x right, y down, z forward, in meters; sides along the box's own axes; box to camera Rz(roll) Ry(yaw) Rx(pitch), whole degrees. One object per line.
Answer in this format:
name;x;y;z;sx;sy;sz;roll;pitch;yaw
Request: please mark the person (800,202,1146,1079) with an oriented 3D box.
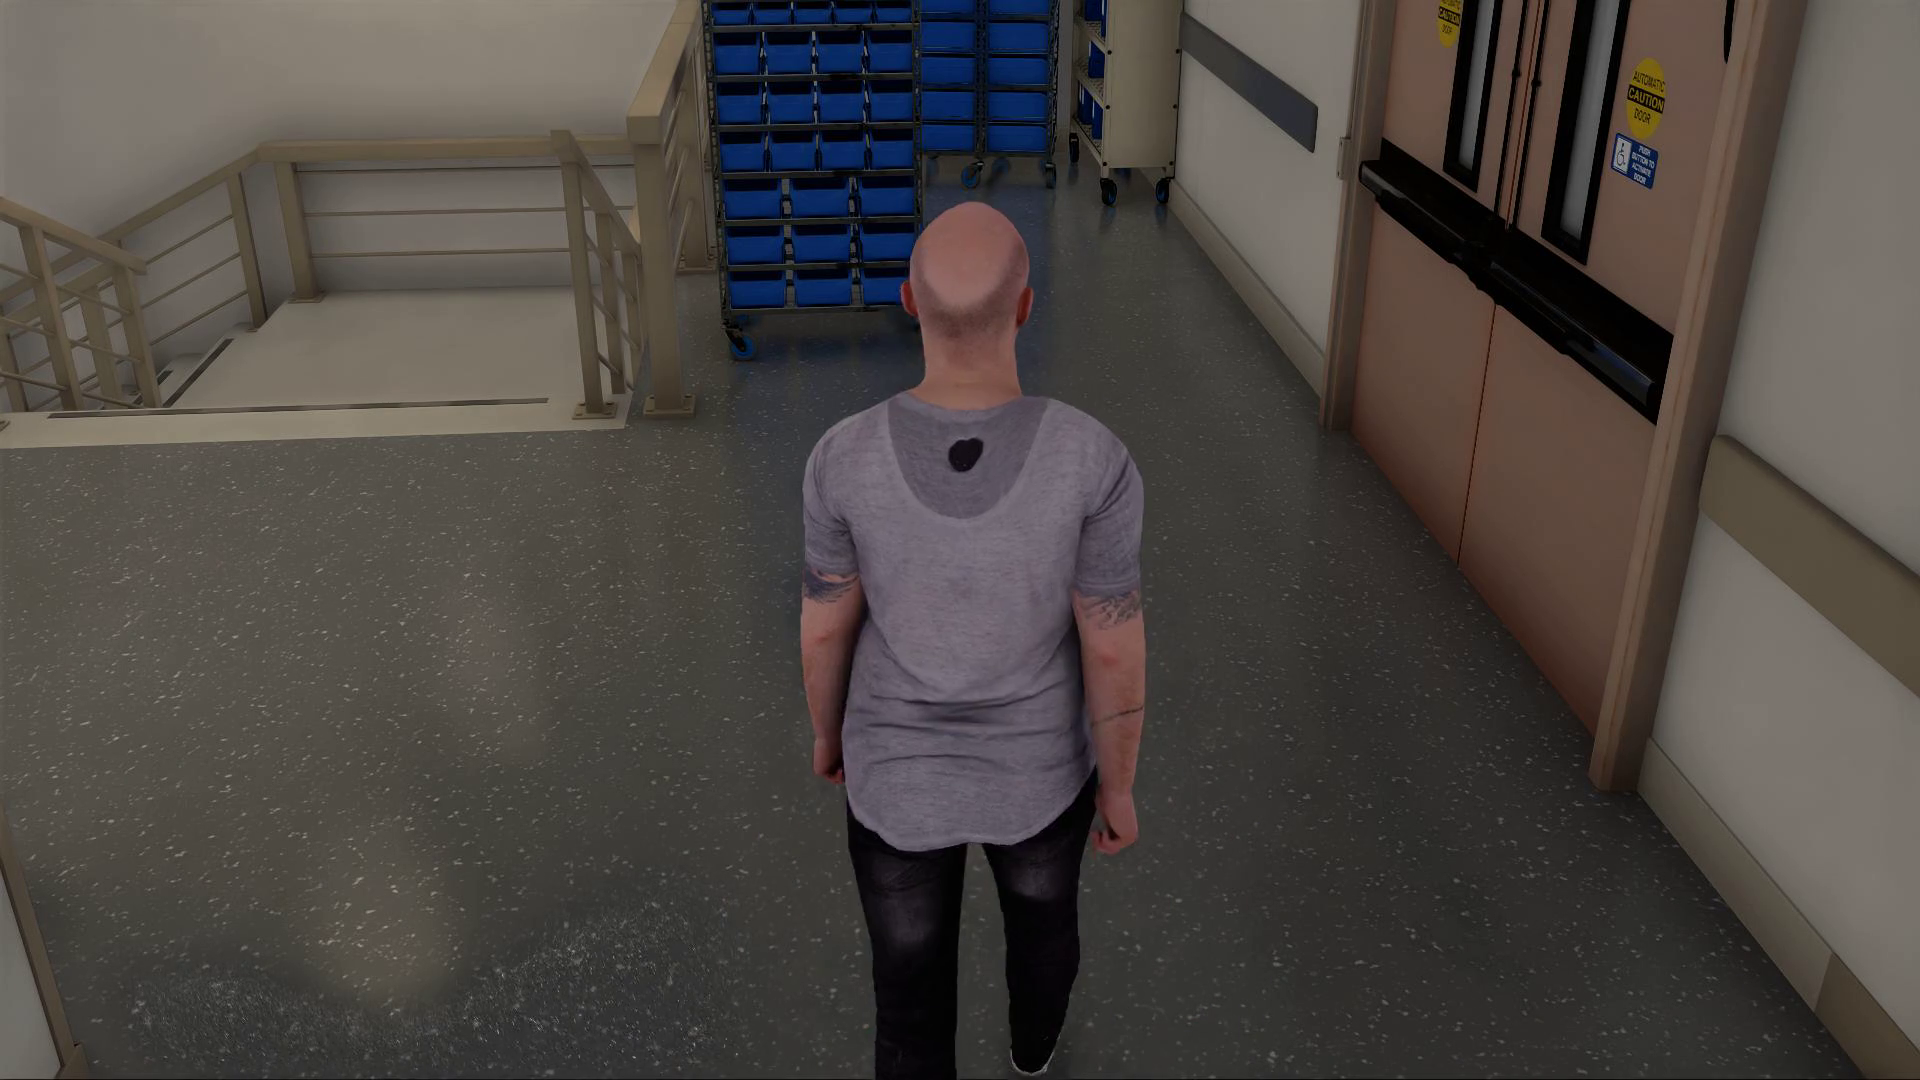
person;0.008;0.418;2.573;0.769;1.813;1.031;1;26;2
